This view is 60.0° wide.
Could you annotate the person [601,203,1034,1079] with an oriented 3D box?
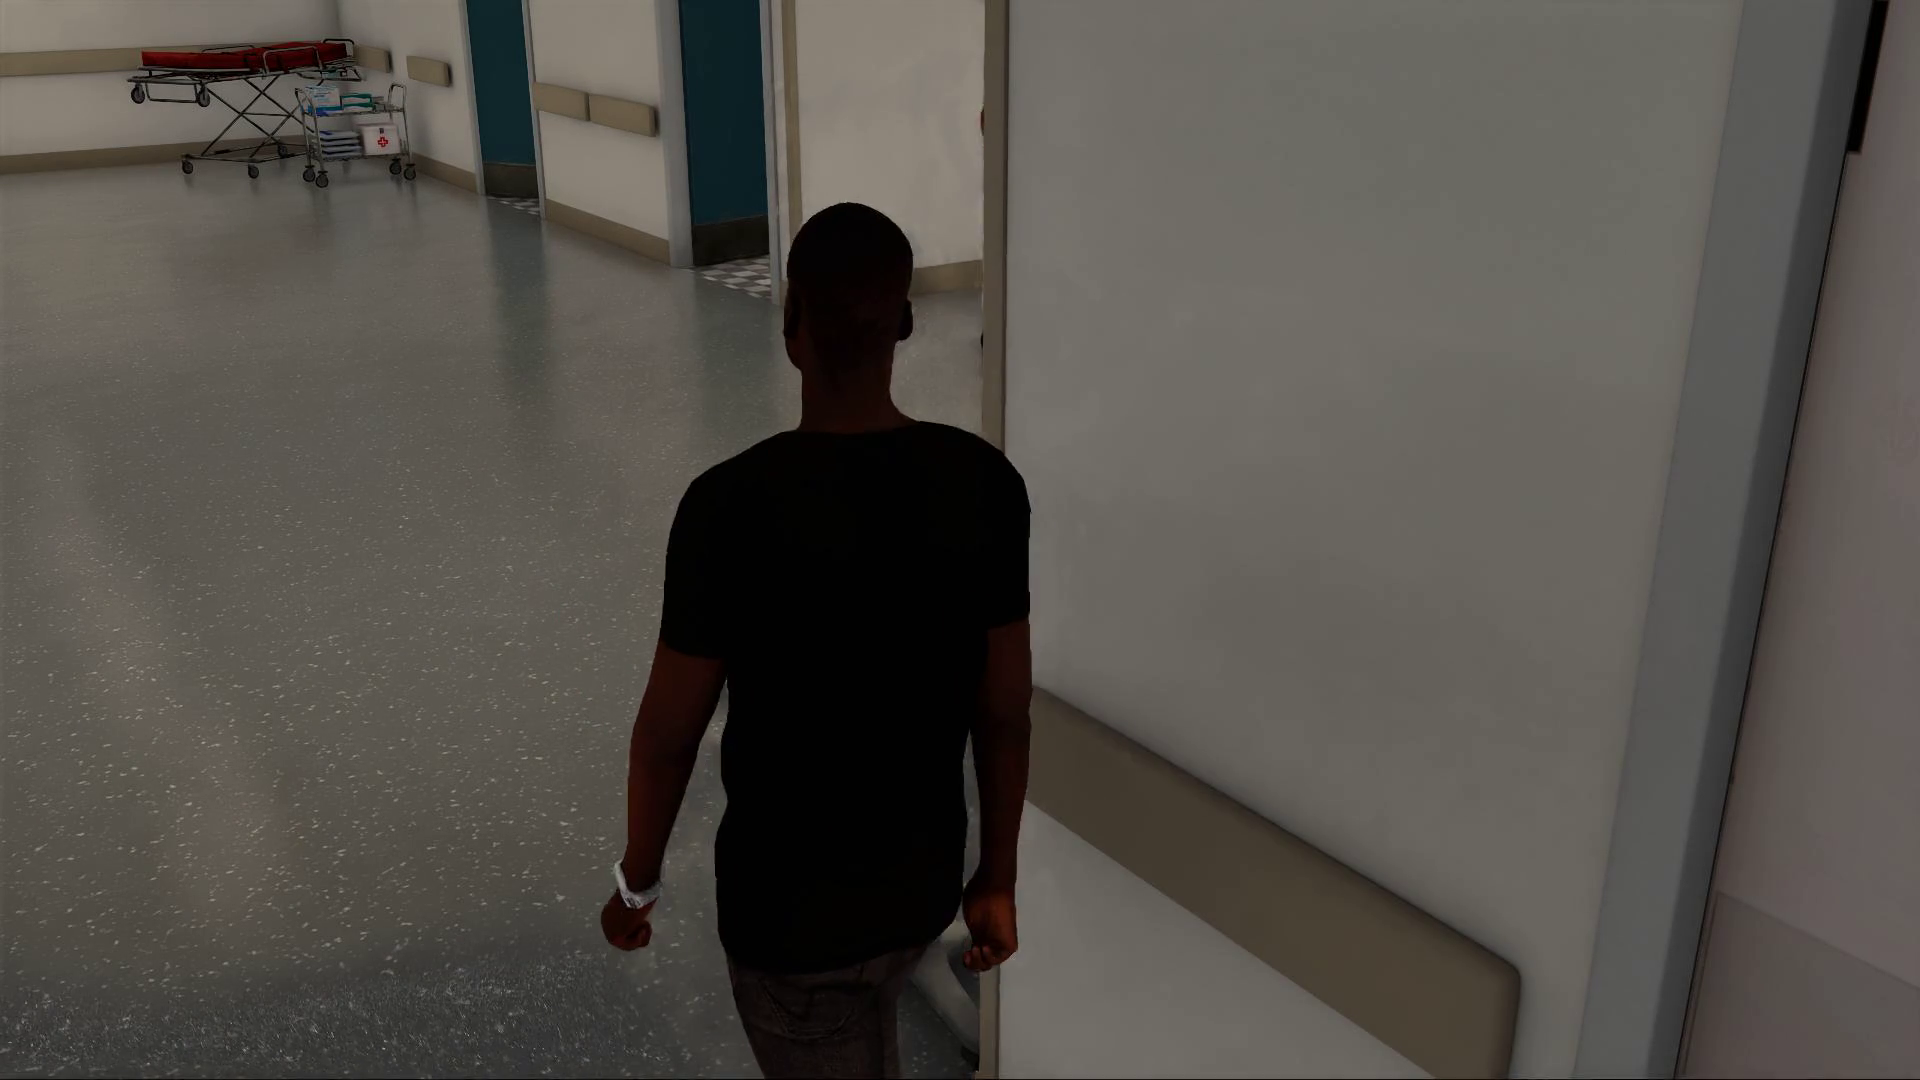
[{"bbox_3d":[-0.095,0.503,2.160,0.676,1.779,0.818,-15,26,-35],"label":"person"}]
